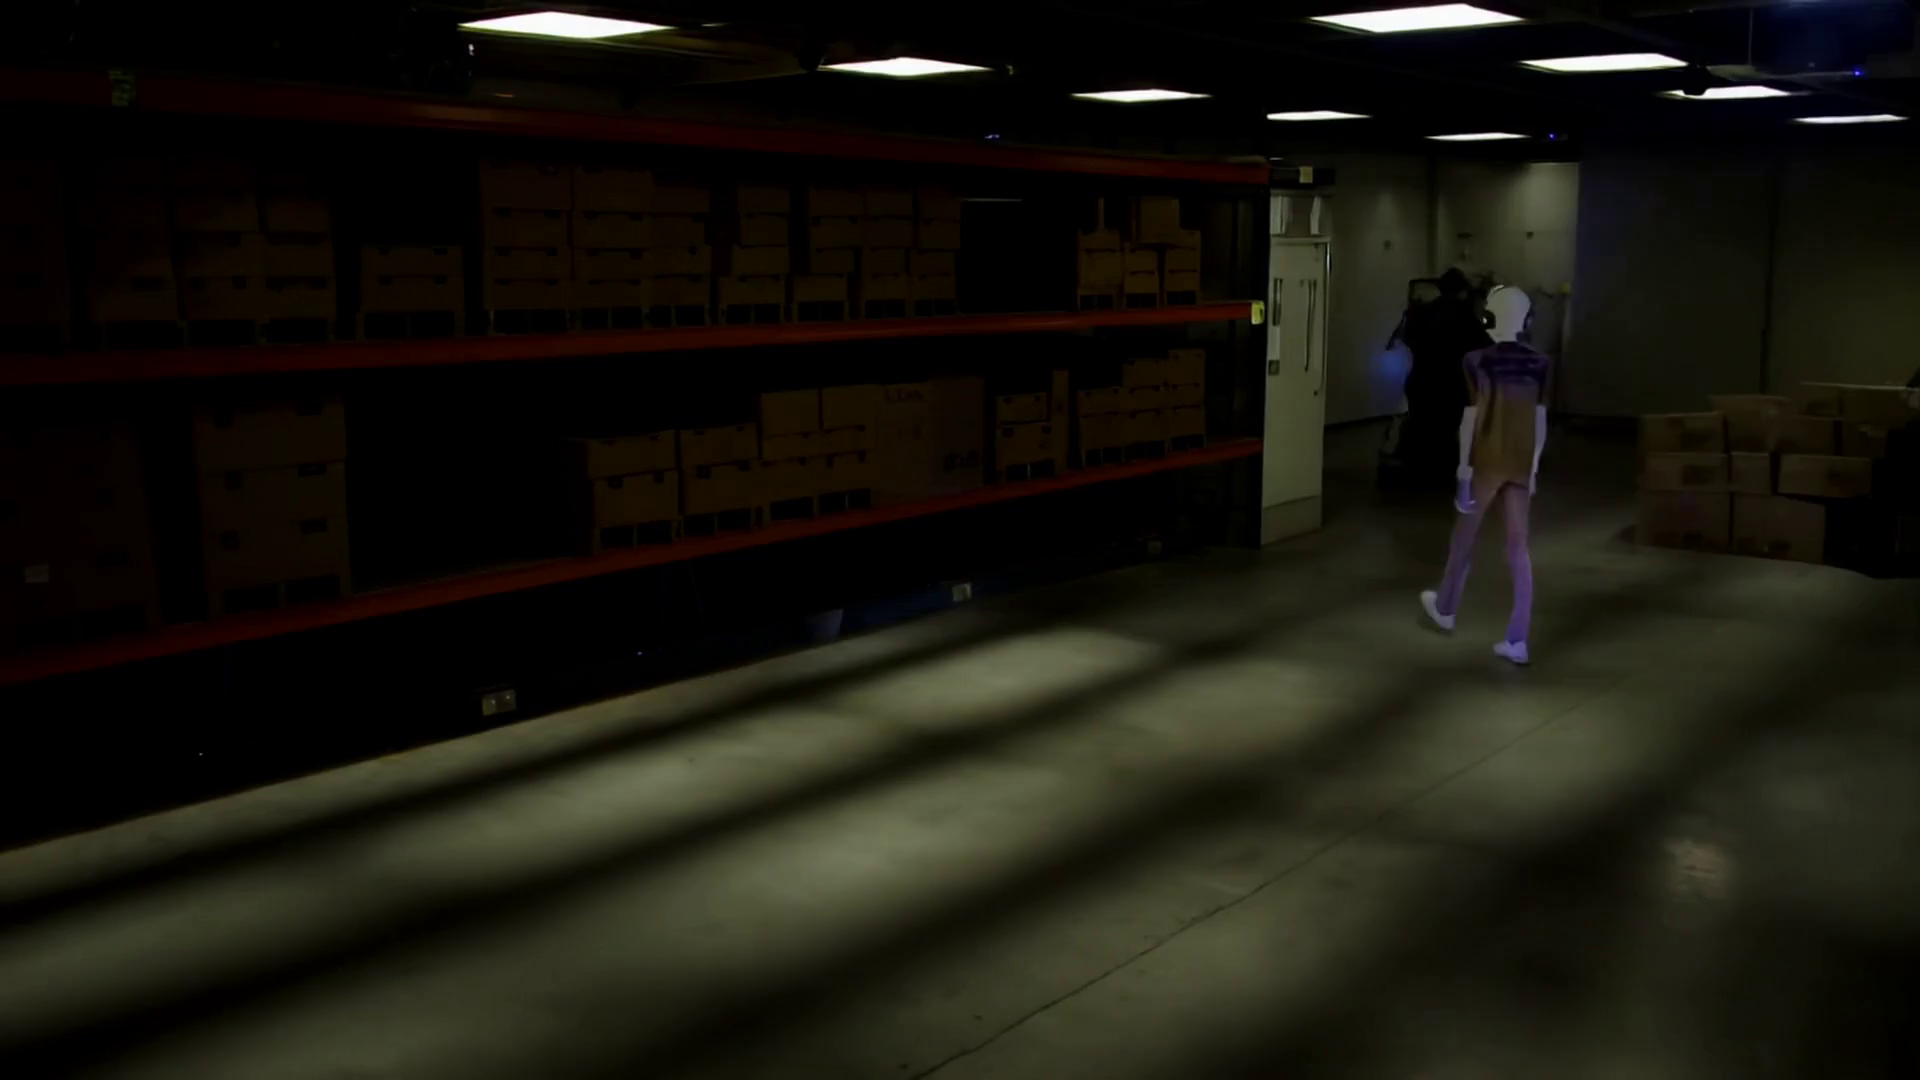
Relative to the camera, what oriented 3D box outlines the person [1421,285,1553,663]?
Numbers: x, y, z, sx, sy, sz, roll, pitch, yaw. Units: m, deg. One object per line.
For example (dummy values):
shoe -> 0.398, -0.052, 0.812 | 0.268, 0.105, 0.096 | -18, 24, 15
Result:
person -> 2.672, -0.355, 8.379 | 0.517, 1.826, 0.933 | -1, 10, -5
